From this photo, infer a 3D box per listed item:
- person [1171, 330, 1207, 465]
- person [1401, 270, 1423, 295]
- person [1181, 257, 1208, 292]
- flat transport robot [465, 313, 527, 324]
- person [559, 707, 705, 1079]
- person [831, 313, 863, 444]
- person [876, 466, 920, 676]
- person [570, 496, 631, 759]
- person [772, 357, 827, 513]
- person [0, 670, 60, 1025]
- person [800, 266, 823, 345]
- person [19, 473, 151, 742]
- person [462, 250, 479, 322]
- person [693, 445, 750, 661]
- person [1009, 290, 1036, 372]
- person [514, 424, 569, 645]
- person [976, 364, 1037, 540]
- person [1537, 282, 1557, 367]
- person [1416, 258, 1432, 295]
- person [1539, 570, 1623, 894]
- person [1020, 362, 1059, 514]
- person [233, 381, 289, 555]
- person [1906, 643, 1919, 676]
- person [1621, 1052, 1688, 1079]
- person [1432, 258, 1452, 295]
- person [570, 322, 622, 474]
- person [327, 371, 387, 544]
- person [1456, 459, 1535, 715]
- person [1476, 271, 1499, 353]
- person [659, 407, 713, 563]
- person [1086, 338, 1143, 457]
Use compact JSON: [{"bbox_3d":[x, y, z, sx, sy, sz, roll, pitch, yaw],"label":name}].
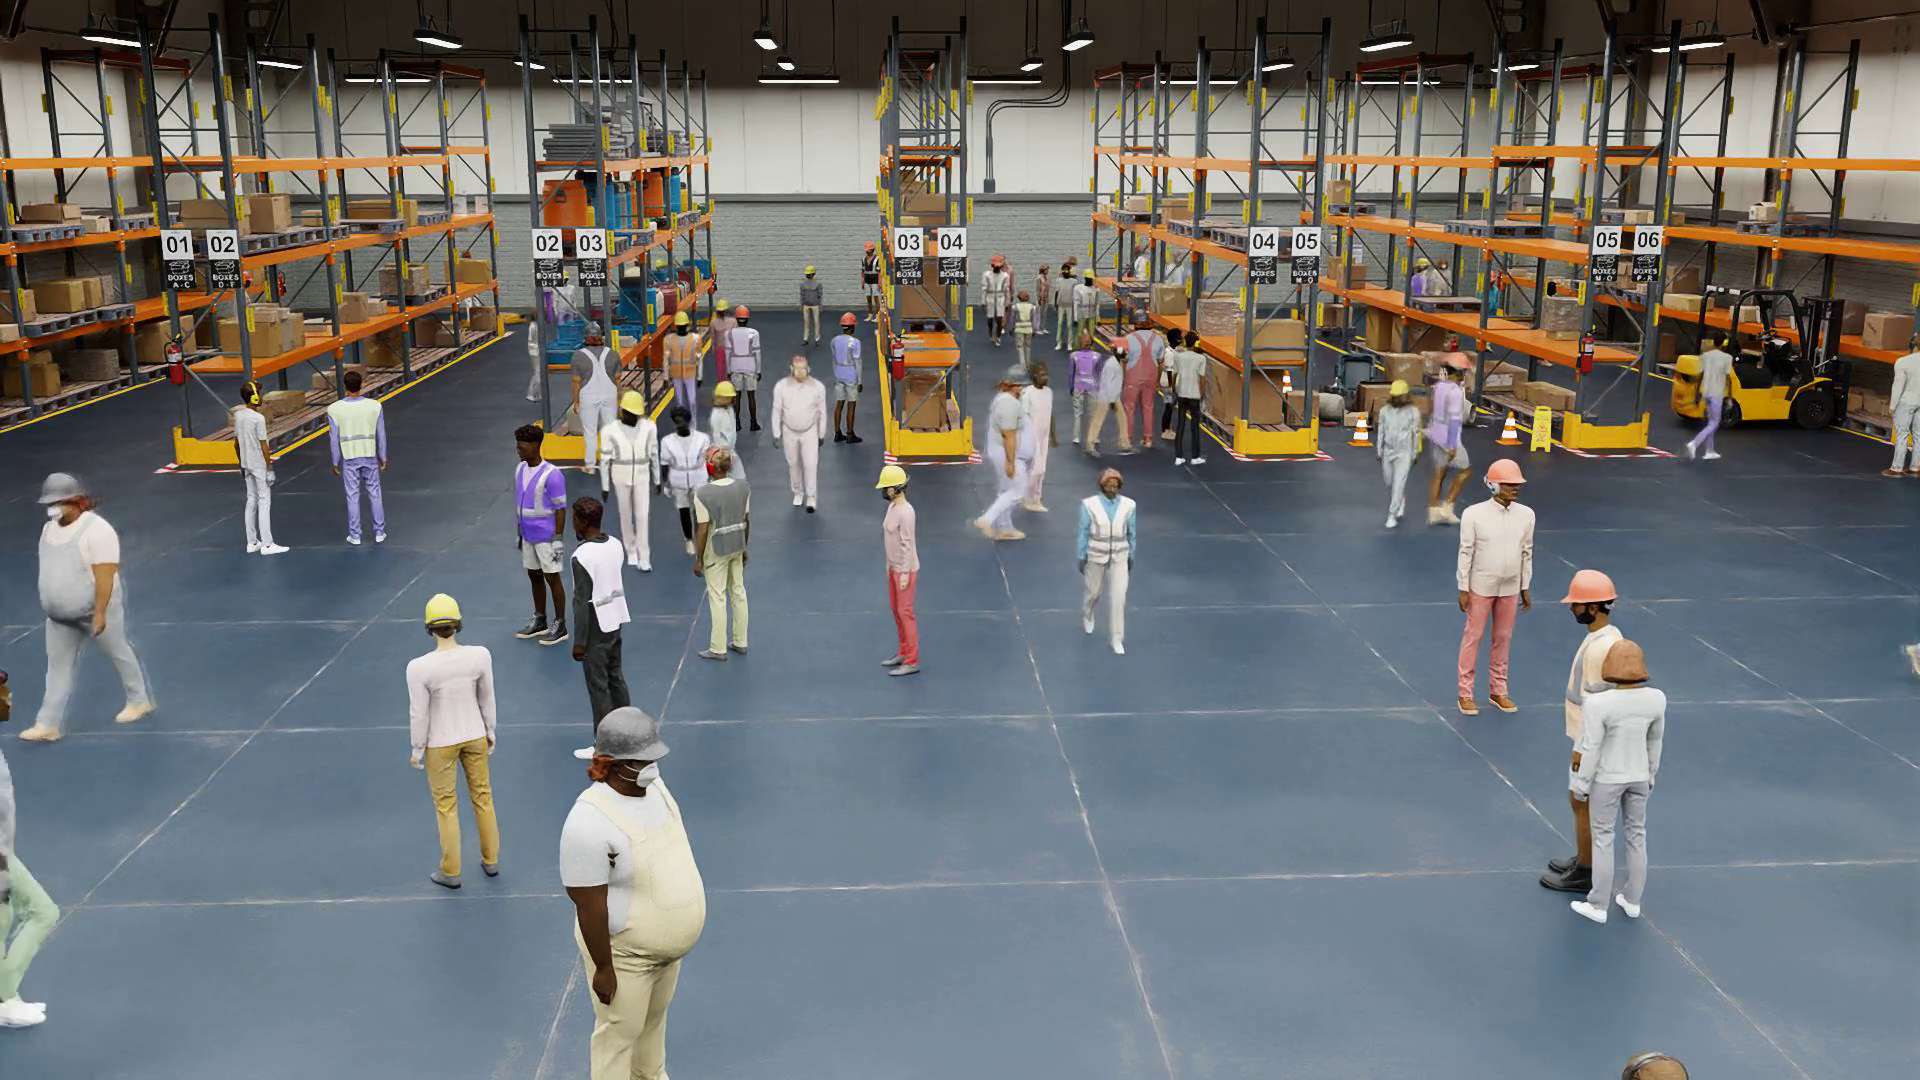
[{"bbox_3d":[3.171,-1.967,22.970,0.532,1.868,0.314,8,15,29],"label":"person"},{"bbox_3d":[9.889,-5.093,36.347,0.651,1.807,0.690,-9,16,-32],"label":"person"},{"bbox_3d":[5.185,-5.332,36.990,0.620,1.973,1.062,-1,13,-6],"label":"person"},{"bbox_3d":[-11.656,-5.589,41.735,1.431,0.197,0.652,7,15,26],"label":"flat transport robot"},{"bbox_3d":[-1.352,1.684,7.131,0.538,2.000,0.684,4,14,17],"label":"person"},{"bbox_3d":[-1.652,-2.403,24.691,0.540,1.930,0.387,10,17,36],"label":"person"},{"bbox_3d":[-0.520,0.245,13.853,0.342,1.754,0.532,-4,14,-17],"label":"person"},{"bbox_3d":[-2.566,0.630,11.893,0.391,1.911,0.584,3,14,14],"label":"person"},{"bbox_3d":[-1.935,-1.265,20.025,0.647,1.856,0.994,0,13,-1],"label":"person"},{"bbox_3d":[-4.735,1.533,8.183,0.439,1.850,0.553,-11,17,-39],"label":"person"},{"bbox_3d":[-3.298,-5.195,36.872,0.525,1.765,0.329,3,14,13],"label":"person"},{"bbox_3d":[-6.549,0.452,12.352,0.693,2.000,1.013,4,14,18],"label":"person"},{"bbox_3d":[-11.931,-6.108,40.474,0.353,1.886,0.573,9,16,34],"label":"person"},{"bbox_3d":[-2.017,0.116,14.183,0.389,1.850,0.567,12,18,40],"label":"person"},{"bbox_3d":[1.241,-4.029,32.259,0.508,1.612,0.710,-4,14,-16],"label":"person"},{"bbox_3d":[-3.713,-0.057,14.667,0.613,1.963,0.362,11,17,38],"label":"person"},{"bbox_3d":[0.539,-0.958,18.327,0.613,2.000,0.749,-1,13,-5],"label":"person"},{"bbox_3d":[11.779,-4.327,33.335,0.315,1.696,0.541,1,13,5],"label":"person"},{"bbox_3d":[10.687,-5.587,38.476,0.407,1.808,0.687,5,14,21],"label":"person"},{"bbox_3d":[3.676,1.121,9.783,0.390,1.923,0.549,6,15,24],"label":"person"},{"bbox_3d":[0.954,-1.208,19.852,0.414,1.831,0.505,11,17,39],"label":"person"},{"bbox_3d":[-7.570,-0.774,17.917,0.533,1.868,0.310,8,16,31],"label":"person"},{"bbox_3d":[8.133,0.335,13.254,0.844,1.862,0.579,9,16,32],"label":"person"},{"bbox_3d":[1.933,2.330,4.815,0.506,1.847,0.344,0,13,1],"label":"person"},{"bbox_3d":[11.952,-6.163,41.261,0.512,1.634,0.327,-2,13,-8],"label":"person"},{"bbox_3d":[-4.904,-1.914,22.378,0.680,2.000,0.536,-7,15,-26],"label":"person"},{"bbox_3d":[-6.634,-0.908,18.378,0.594,1.919,0.387,-7,15,-27],"label":"person"},{"bbox_3d":[4.125,0.360,12.836,0.612,1.997,0.376,-2,13,-10],"label":"person"},{"bbox_3d":[11.231,-4.835,35.365,0.572,1.750,0.330,-7,15,-28],"label":"person"},{"bbox_3d":[-2.880,-0.587,17.568,0.558,1.649,0.849,-2,13,-7],"label":"person"},{"bbox_3d":[2.176,-2.016,23.568,0.767,1.689,0.581,6,15,24],"label":"person"}]
